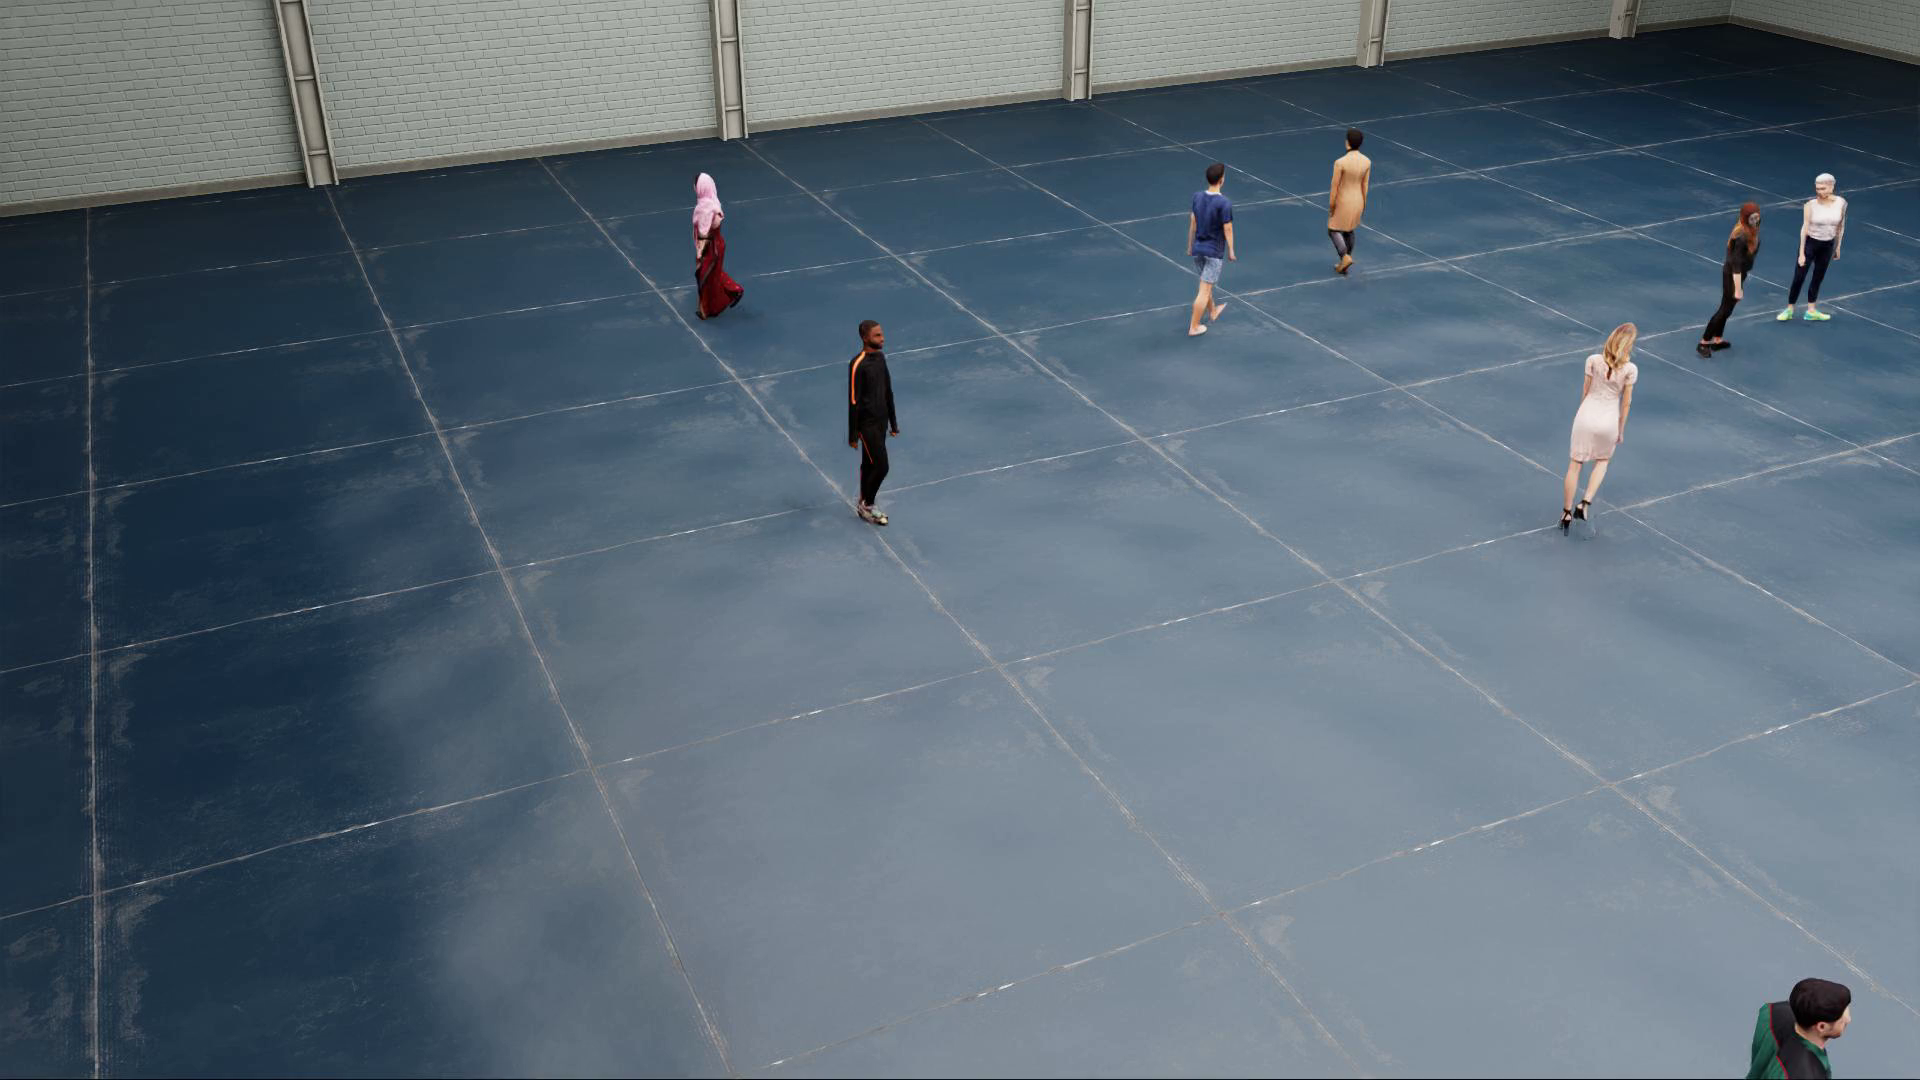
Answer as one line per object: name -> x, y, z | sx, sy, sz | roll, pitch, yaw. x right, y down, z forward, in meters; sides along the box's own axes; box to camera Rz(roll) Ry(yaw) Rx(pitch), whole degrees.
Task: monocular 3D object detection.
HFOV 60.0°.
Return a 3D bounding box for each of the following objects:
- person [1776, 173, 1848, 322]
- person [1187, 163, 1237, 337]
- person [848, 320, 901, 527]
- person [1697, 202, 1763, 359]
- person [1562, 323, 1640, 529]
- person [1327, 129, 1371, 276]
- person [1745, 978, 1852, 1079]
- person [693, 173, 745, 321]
person -> 9.367, -3.178, 18.088 | 0.691, 1.680, 0.899 | -6, 29, -12
person -> 2.593, -3.052, 17.704 | 0.857, 1.820, 1.101 | 25, 37, 38
person -> -0.821, -0.988, 13.847 | 0.842, 1.801, 0.763 | 14, 31, 24
person -> 8.036, -2.746, 17.284 | 0.899, 1.674, 0.790 | 7, 29, 13
person -> 5.209, -0.892, 13.661 | 0.695, 1.806, 0.749 | 10, 30, 18
person -> 4.565, -3.907, 19.424 | 0.824, 1.712, 0.785 | -7, 29, -13
person -> 3.346, 2.572, 7.094 | 1.310, 1.865, 1.095 | 3, 28, 5
person -> -2.662, -3.216, 18.207 | 0.921, 1.636, 0.847 | 3, 28, 5
